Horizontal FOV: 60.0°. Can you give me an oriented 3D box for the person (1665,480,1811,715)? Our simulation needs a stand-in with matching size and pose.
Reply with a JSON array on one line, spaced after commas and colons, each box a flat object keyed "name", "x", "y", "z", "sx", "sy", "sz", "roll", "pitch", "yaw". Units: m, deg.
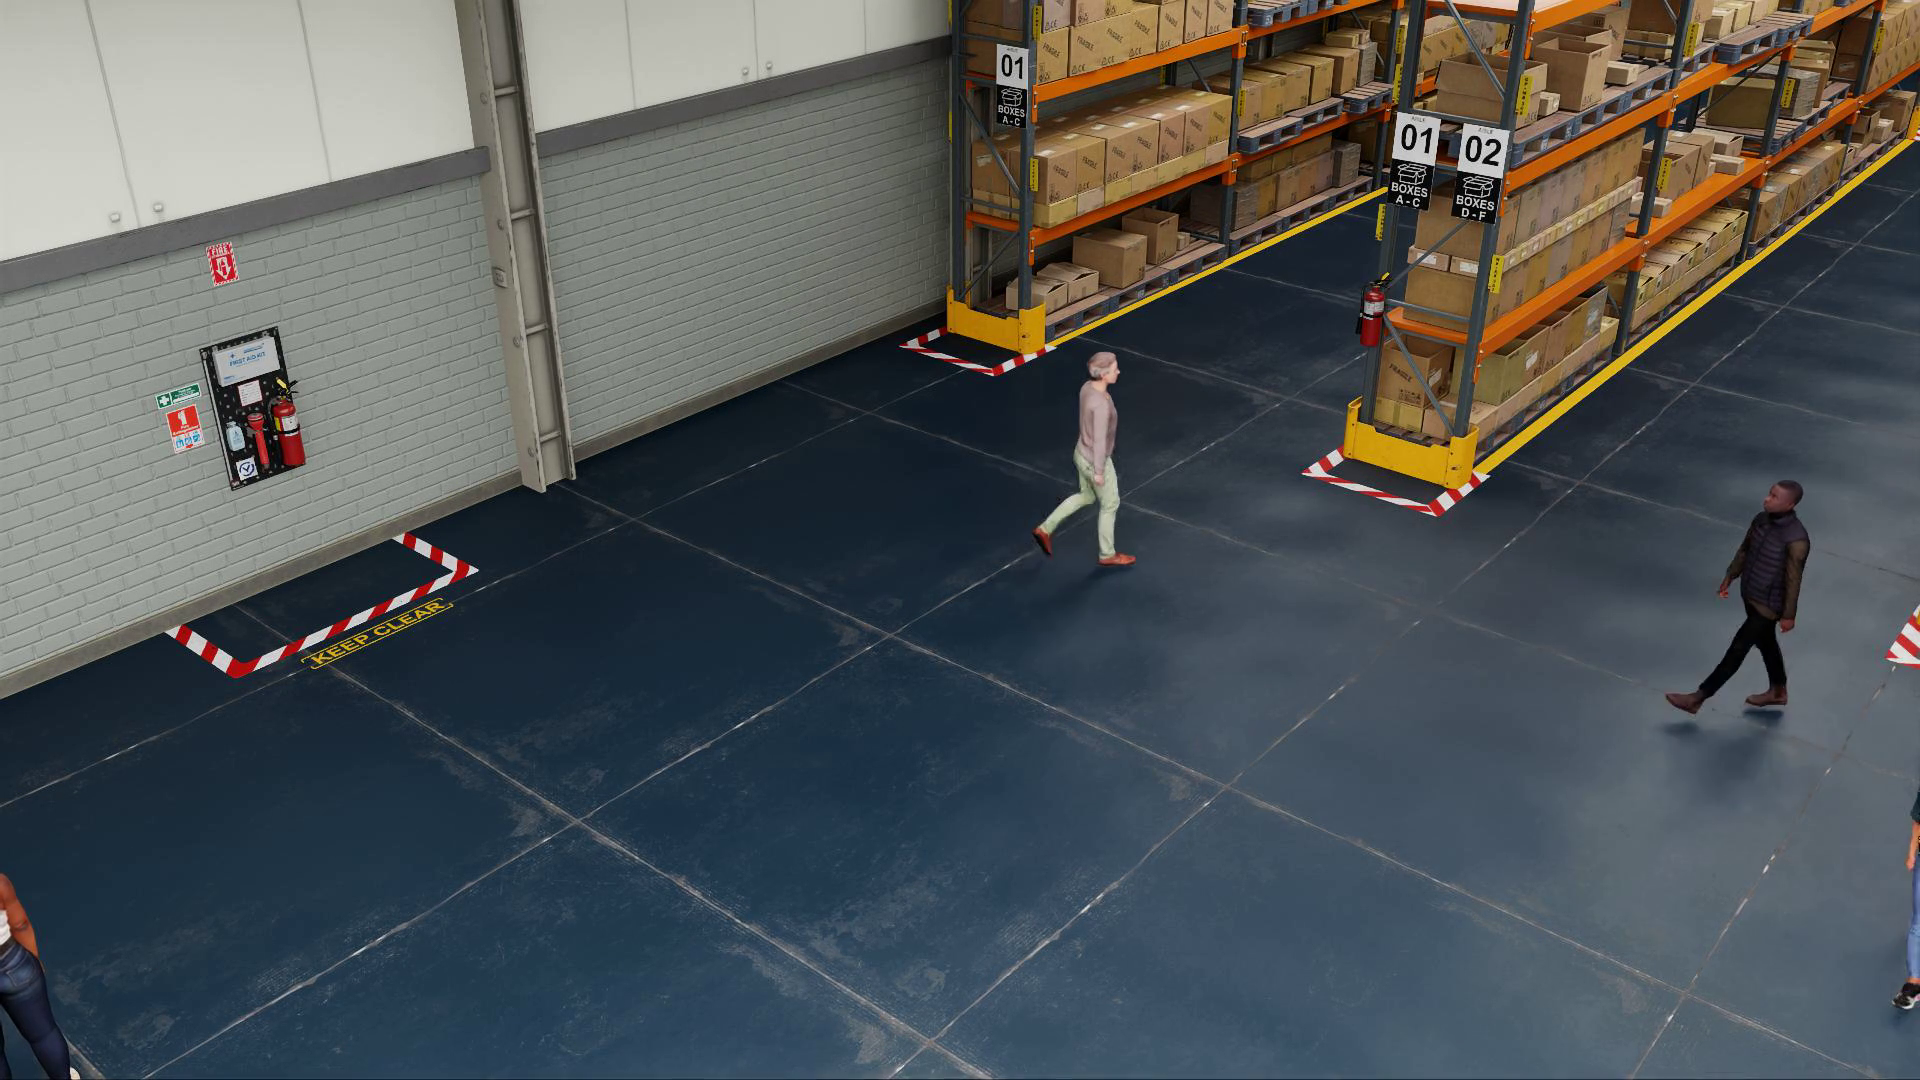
[{"name": "person", "x": 5.573, "y": 0.434, "z": 11.363, "sx": 1.265, "sy": 1.780, "sz": 1.224, "roll": -1, "pitch": 28, "yaw": -3}]

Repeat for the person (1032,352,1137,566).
[{"name": "person", "x": 0.986, "y": -0.622, "z": 13.270, "sx": 1.187, "sy": 1.851, "sz": 1.072, "roll": -5, "pitch": 28, "yaw": -9}]

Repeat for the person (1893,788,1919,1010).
[{"name": "person", "x": 5.443, "y": 1.742, "z": 9.141, "sx": 0.742, "sy": 1.561, "sz": 1.131, "roll": 11, "pitch": 30, "yaw": 19}]

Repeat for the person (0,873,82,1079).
[{"name": "person", "x": -4.732, "y": 2.144, "z": 8.120, "sx": 0.625, "sy": 1.809, "sz": 0.760, "roll": -18, "pitch": 33, "yaw": -30}]
